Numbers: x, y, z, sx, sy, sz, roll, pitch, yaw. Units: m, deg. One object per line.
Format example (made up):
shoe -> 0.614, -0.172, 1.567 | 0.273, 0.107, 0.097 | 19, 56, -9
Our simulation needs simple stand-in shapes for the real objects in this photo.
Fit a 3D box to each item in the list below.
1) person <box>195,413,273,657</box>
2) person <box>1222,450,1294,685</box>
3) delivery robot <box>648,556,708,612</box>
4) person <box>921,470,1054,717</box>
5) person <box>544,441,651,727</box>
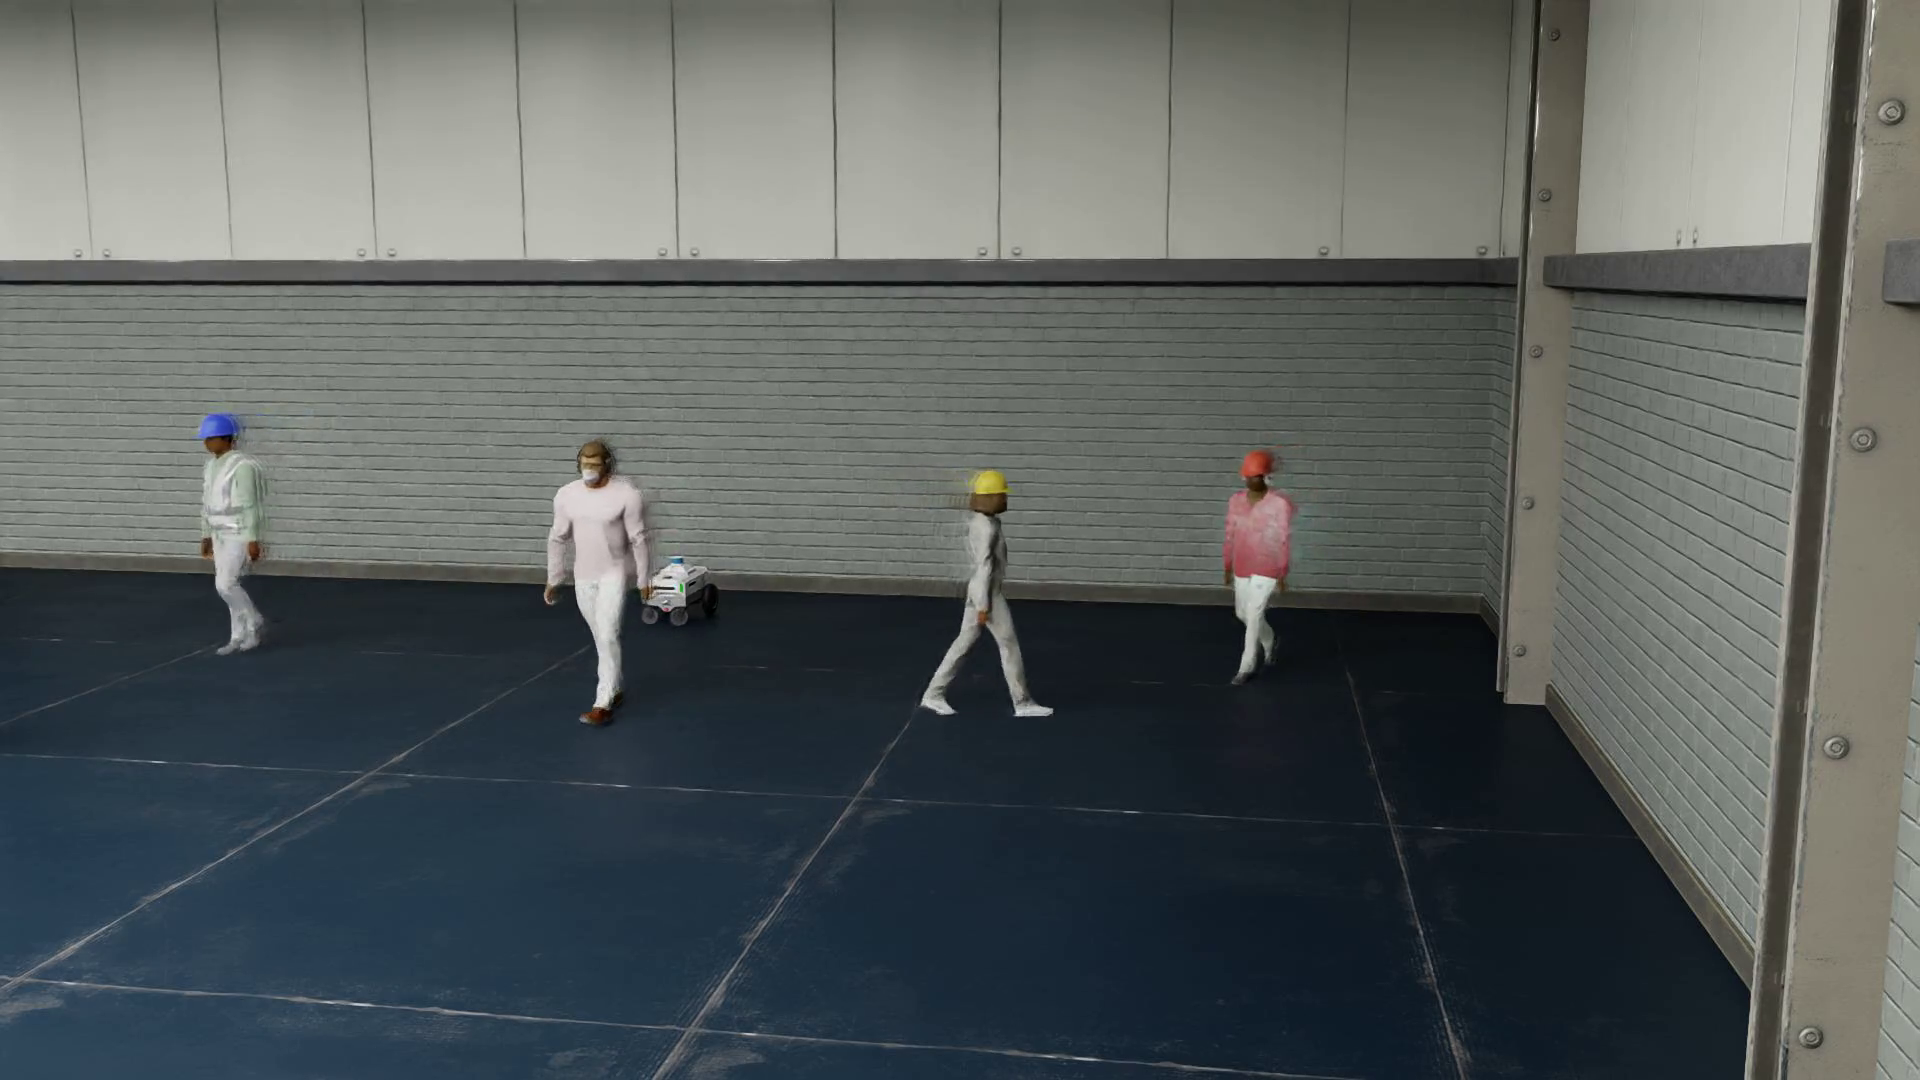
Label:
person -> -5.729, -0.032, 13.034 | 0.644, 1.929, 0.442 | 8, 12, 39
person -> 2.233, 0.179, 12.377 | 0.562, 1.726, 0.724 | 9, 13, 43
delivery robot -> -2.445, 0.382, 14.419 | 0.477, 0.478, 0.707 | 2, 9, 10
person -> 0.160, 0.369, 11.255 | 0.880, 1.705, 0.491 | -1, 9, -8
person -> -2.459, 0.289, 11.148 | 0.643, 1.895, 0.920 | 3, 10, 17
